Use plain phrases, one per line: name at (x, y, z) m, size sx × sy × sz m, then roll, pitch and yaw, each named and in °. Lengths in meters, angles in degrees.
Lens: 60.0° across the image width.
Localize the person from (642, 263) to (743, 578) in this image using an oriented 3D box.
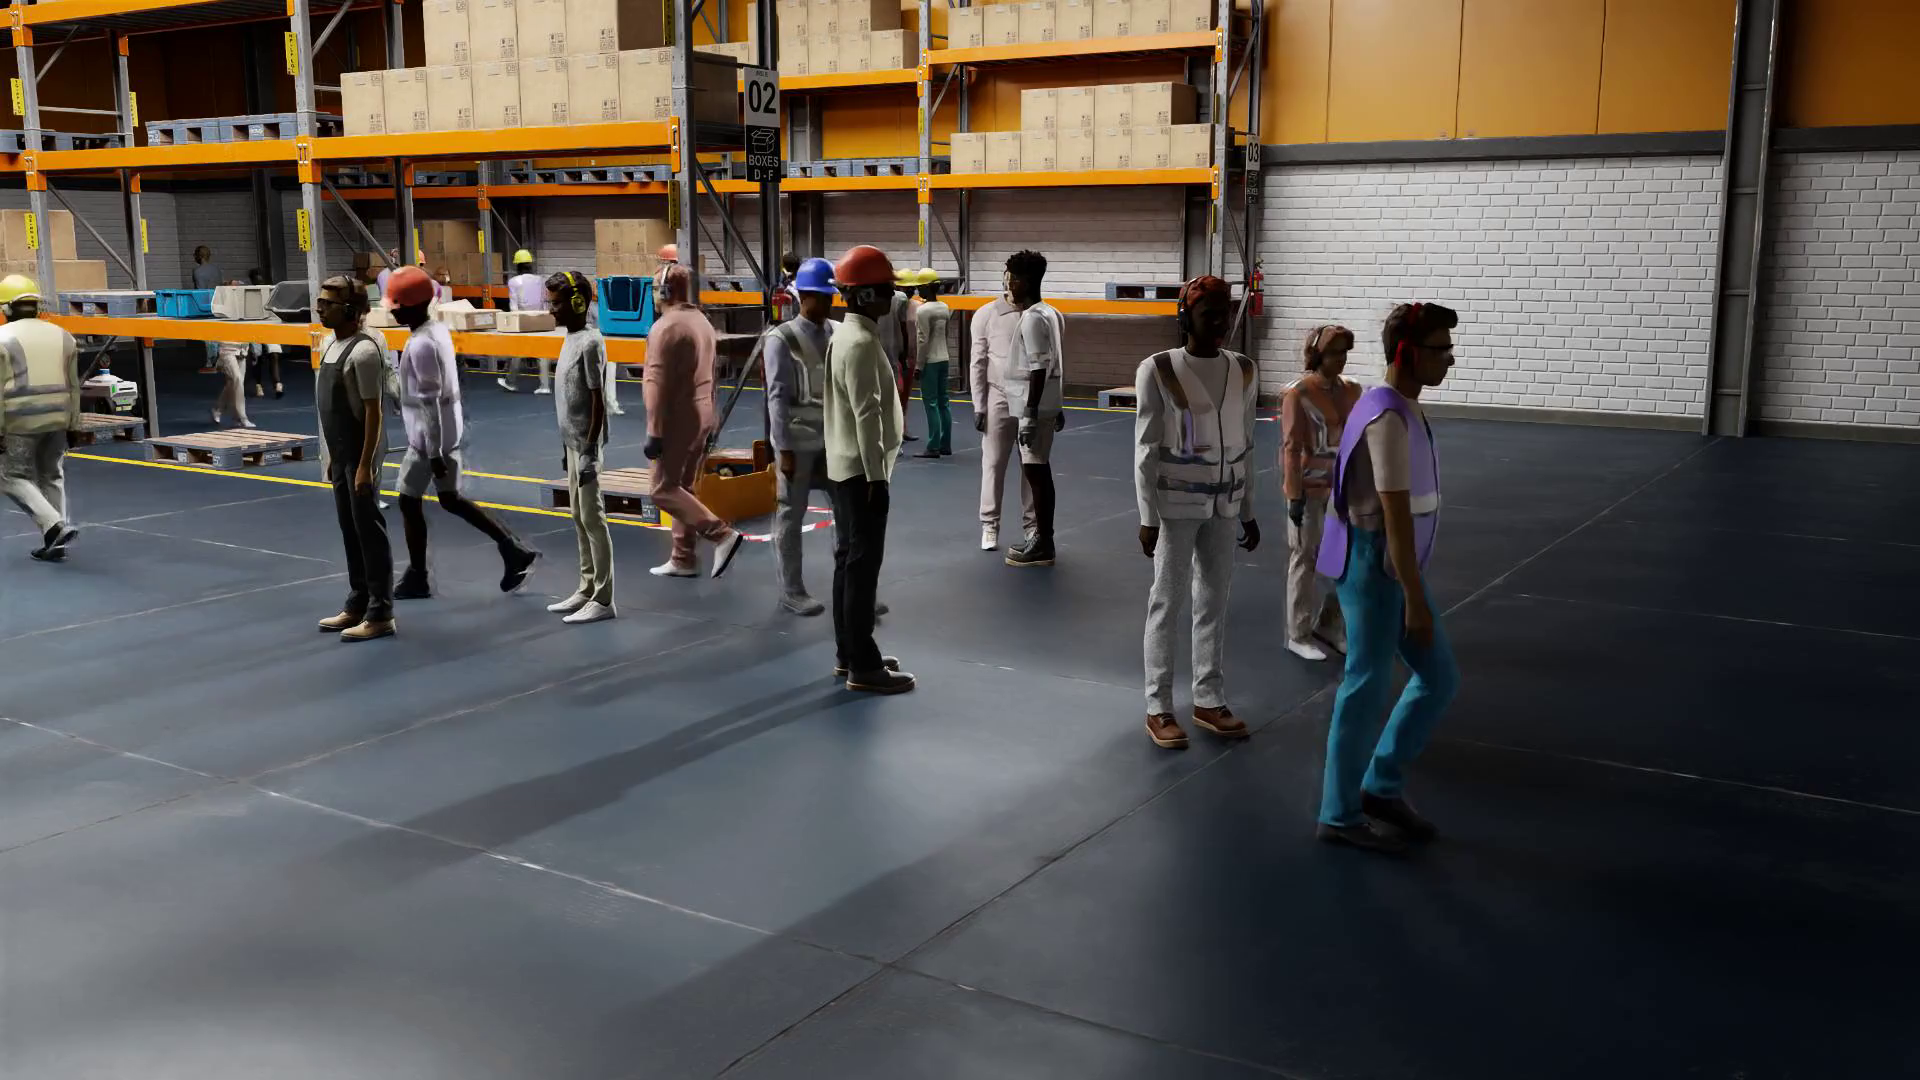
person at (-1.585, -0.676, 9.799) m, size 0.600 × 1.888 × 0.655 m, roll 3°, pitch 11°, yaw 14°

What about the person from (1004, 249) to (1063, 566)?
person at (0.454, -0.818, 10.371) m, size 0.363 × 1.962 × 0.612 m, roll 1°, pitch 10°, yaw 8°

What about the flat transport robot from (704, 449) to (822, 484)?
flat transport robot at (-1.562, -0.632, 14.038) m, size 1.431 × 0.197 × 0.652 m, roll 2°, pitch 10°, yaw 12°

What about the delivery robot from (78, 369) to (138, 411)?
delivery robot at (-9.723, -1.704, 18.931) m, size 0.707 × 0.478 × 0.477 m, roll 5°, pitch 11°, yaw 27°

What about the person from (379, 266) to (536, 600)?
person at (-2.866, -0.582, 9.290) m, size 0.826 × 1.887 × 0.587 m, roll 0°, pitch 10°, yaw -2°

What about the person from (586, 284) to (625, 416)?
person at (-4.169, -2.253, 19.386) m, size 0.512 × 1.584 × 0.854 m, roll -7°, pitch 13°, yaw -36°

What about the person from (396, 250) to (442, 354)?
person at (-6.007, -2.264, 18.458) m, size 0.362 × 1.939 × 0.543 m, roll 9°, pitch 14°, yaw 42°

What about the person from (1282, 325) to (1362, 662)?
person at (1.755, -0.212, 7.952) m, size 0.545 × 1.622 × 0.424 m, roll -7°, pitch 12°, yaw -33°

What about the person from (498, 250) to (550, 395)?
person at (-5.724, -2.851, 21.859) m, size 0.986 × 1.876 × 0.613 m, roll 9°, pitch 13°, yaw 40°

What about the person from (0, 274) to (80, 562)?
person at (-5.717, -0.733, 10.315) m, size 0.499 × 1.813 × 0.599 m, roll 5°, pitch 11°, yaw 25°

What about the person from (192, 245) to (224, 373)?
person at (-11.466, -3.508, 25.351) m, size 0.359 × 1.938 × 0.635 m, roll 1°, pitch 10°, yaw 6°

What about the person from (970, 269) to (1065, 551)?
person at (0.386, -0.879, 10.889) m, size 0.641 × 1.904 × 0.401 m, roll -2°, pitch 10°, yaw -10°

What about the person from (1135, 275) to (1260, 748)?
person at (0.961, -0.113, 6.698) m, size 0.576 × 1.882 × 0.355 m, roll -5°, pitch 12°, yaw -28°

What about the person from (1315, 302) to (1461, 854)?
person at (1.438, 0.143, 5.449) m, size 0.527 × 1.825 × 0.566 m, roll 5°, pitch 11°, yaw 25°

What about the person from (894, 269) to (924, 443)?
person at (-0.570, -1.818, 16.538) m, size 0.525 × 1.730 × 0.513 m, roll -8°, pitch 13°, yaw -39°

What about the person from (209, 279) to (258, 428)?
person at (-7.961, -2.026, 18.066) m, size 0.686 × 1.608 × 0.519 m, roll 3°, pitch 11°, yaw 19°

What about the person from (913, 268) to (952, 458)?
person at (-0.281, -1.646, 15.521) m, size 0.329 × 1.765 × 0.533 m, roll 5°, pitch 12°, yaw 28°

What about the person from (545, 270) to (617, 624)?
person at (-2.027, -0.489, 8.836) m, size 0.329 × 1.865 × 0.508 m, roll -5°, pitch 11°, yaw -26°

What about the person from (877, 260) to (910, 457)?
person at (-0.731, -1.699, 15.526) m, size 0.531 × 1.868 × 0.318 m, roll -3°, pitch 11°, yaw -17°

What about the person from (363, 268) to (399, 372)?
person at (-8.771, -3.284, 25.019) m, size 0.561 × 1.604 × 0.408 m, roll 1°, pitch 10°, yaw 4°

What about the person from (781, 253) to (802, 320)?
person at (-1.635, -2.184, 18.182) m, size 0.654 × 1.887 × 0.616 m, roll 3°, pitch 11°, yaw 19°

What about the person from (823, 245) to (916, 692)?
person at (-0.425, -0.319, 7.519) m, size 0.375 × 1.997 × 0.611 m, roll -2°, pitch 10°, yaw -13°

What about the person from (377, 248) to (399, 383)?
person at (-7.879, -3.156, 23.489) m, size 0.409 × 1.909 × 0.642 m, roll 6°, pitch 12°, yaw 28°

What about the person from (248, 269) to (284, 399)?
person at (-8.919, -2.626, 21.253) m, size 0.551 × 1.640 × 0.885 m, roll -6°, pitch 12°, yaw -29°

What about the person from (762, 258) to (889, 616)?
person at (-0.698, -0.510, 8.789) m, size 0.652 × 1.914 × 0.813 m, roll -10°, pitch 14°, yaw -44°

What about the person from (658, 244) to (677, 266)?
person at (-3.196, -2.298, 18.525) m, size 0.449 × 1.974 × 0.654 m, roll 2°, pitch 10°, yaw 10°

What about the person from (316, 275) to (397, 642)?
person at (-3.091, -0.410, 8.451) m, size 0.345 × 1.844 × 0.507 m, roll -9°, pitch 13°, yaw -40°

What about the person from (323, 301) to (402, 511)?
person at (-4.415, -1.003, 12.409) m, size 0.795 × 1.603 × 0.517 m, roll 7°, pitch 12°, yaw 34°

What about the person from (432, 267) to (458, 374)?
person at (-7.778, -3.286, 25.003) m, size 0.289 × 1.629 × 0.498 m, roll 4°, pitch 11°, yaw 21°
